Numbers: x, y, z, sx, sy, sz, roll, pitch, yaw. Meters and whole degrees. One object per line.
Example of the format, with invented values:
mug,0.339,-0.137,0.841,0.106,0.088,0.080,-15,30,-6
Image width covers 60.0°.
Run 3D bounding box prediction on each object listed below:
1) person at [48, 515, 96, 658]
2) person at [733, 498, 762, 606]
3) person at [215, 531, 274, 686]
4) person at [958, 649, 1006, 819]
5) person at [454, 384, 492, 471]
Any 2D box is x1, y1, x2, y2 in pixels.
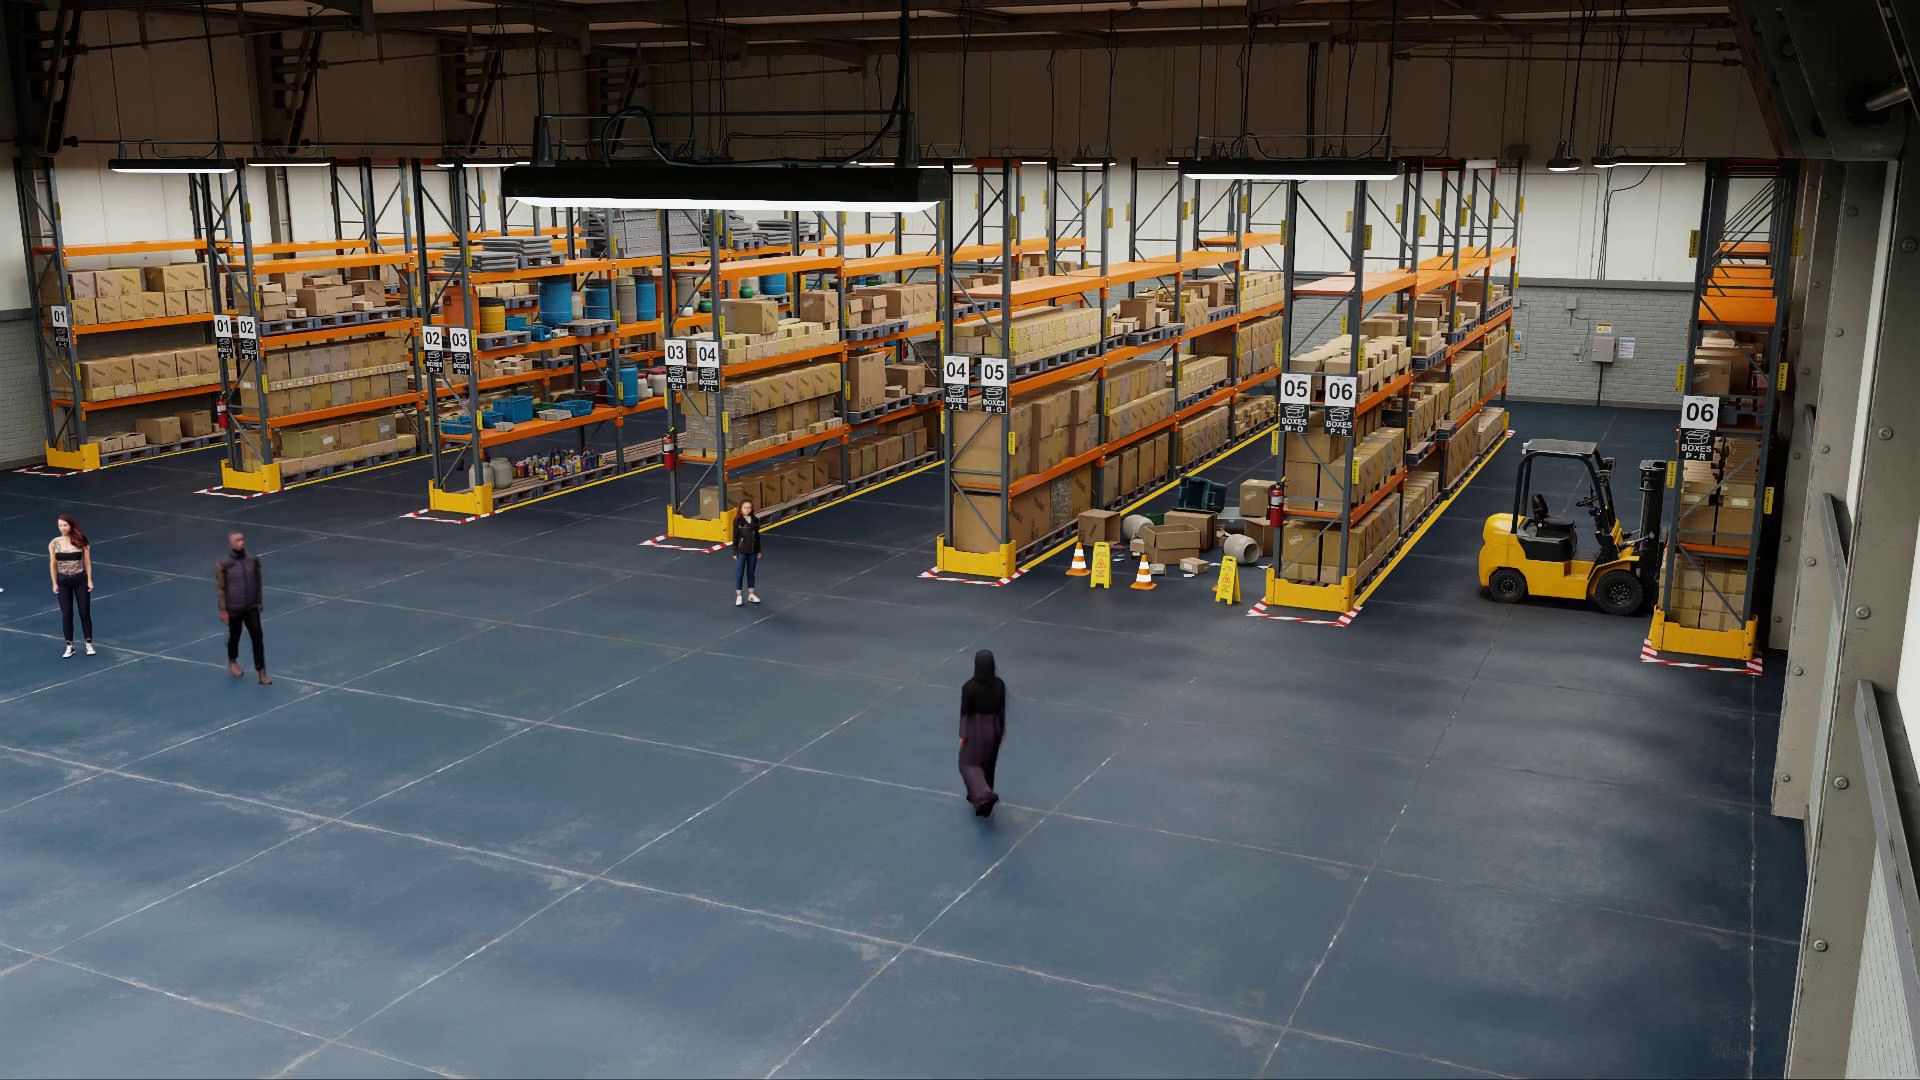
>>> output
person,-10.922,0.550,20.467,0.674,1.770,0.749,-6,14,-23
person,-2.944,0.137,22.880,0.619,1.484,0.704,-7,15,-27
person,-8.407,0.795,19.367,1.037,1.789,1.237,12,18,41
person,0.211,1.807,15.411,0.932,1.601,0.986,-5,14,-20
person,-9.499,-2.195,32.536,0.564,1.673,1.134,6,14,25
